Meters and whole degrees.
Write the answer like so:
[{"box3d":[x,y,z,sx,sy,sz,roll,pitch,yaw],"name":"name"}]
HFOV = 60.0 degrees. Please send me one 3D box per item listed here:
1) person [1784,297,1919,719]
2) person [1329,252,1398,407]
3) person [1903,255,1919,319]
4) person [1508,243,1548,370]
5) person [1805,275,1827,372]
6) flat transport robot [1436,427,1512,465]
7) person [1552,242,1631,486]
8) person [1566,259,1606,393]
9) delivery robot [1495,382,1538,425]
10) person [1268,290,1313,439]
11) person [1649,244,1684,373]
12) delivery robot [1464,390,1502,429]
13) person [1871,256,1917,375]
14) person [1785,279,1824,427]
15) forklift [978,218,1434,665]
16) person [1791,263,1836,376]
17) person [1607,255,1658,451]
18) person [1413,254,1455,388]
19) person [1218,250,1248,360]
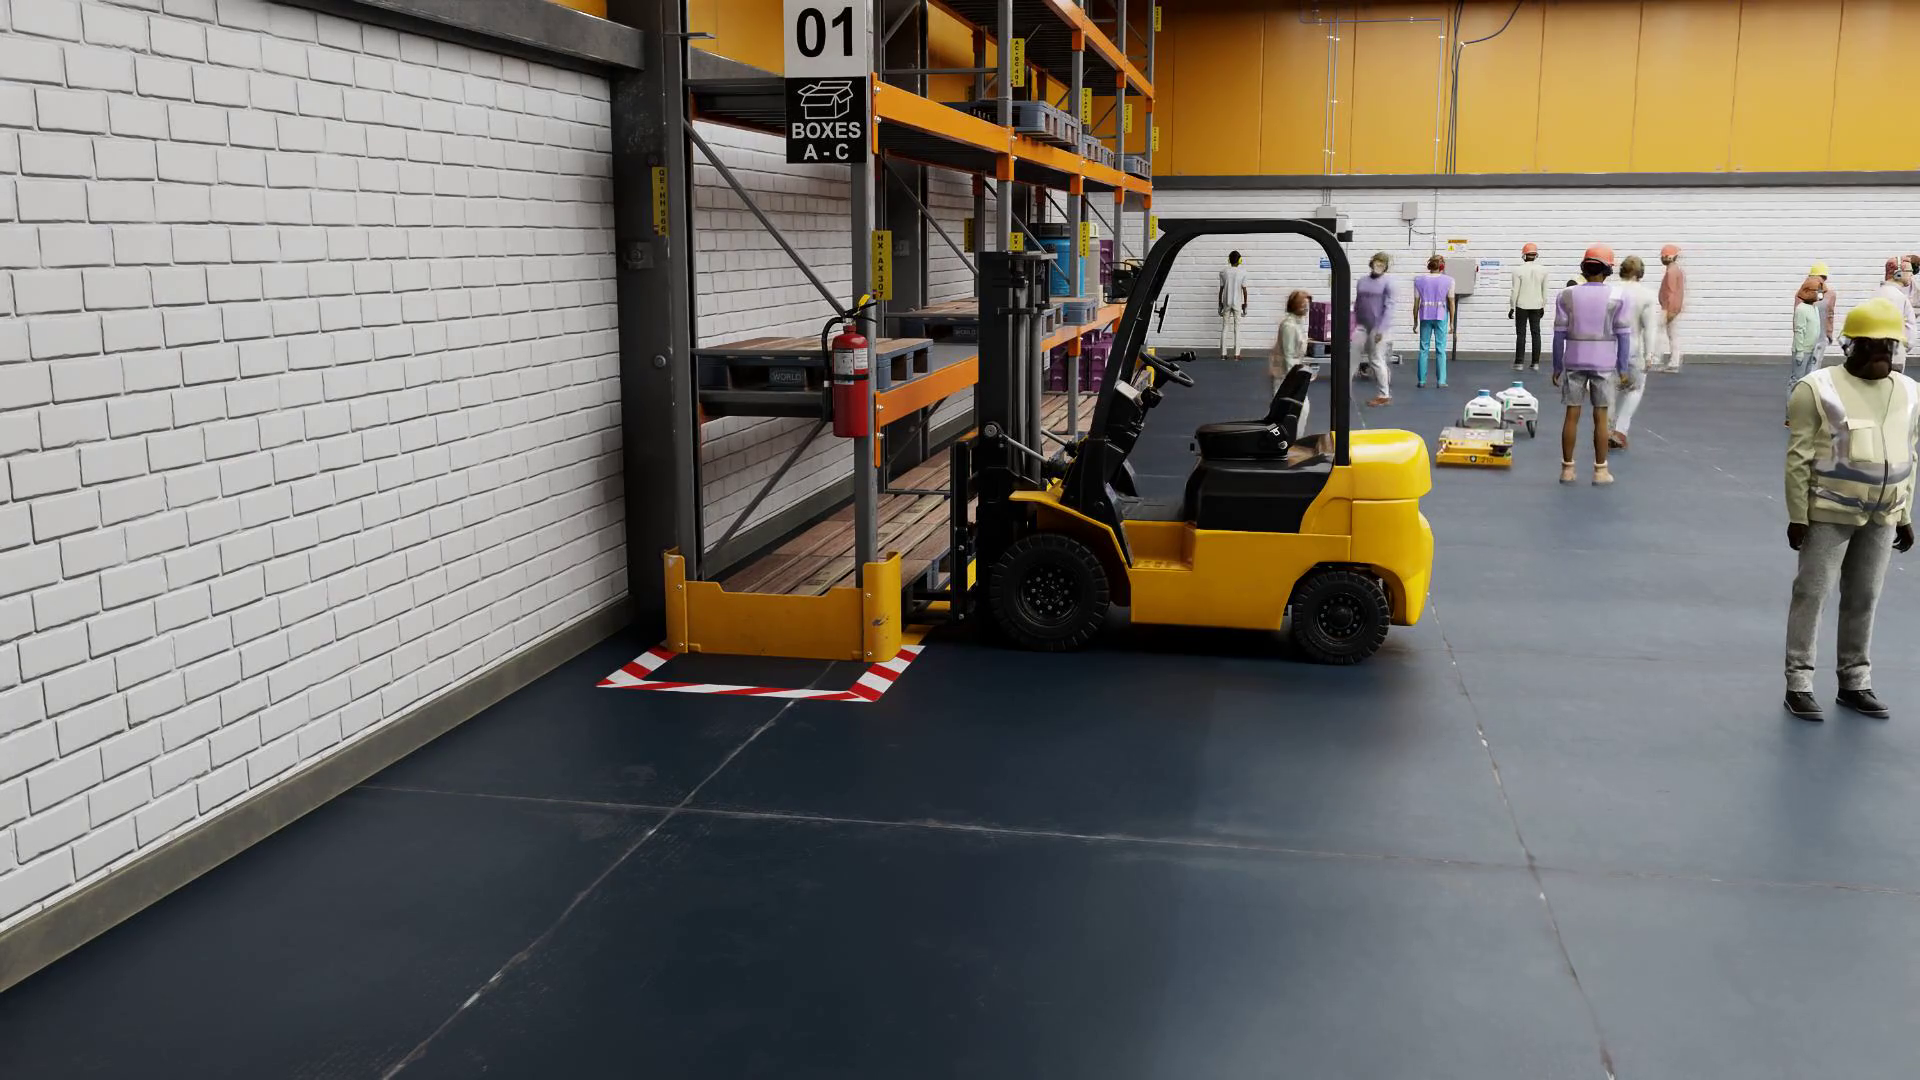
[{"box3d":[3.875,-0.129,7.224,0.589,1.834,0.404,-1,10,-6],"name":"person"},{"box3d":[4.978,-2.569,20.423,0.727,1.893,0.681,-7,12,-33],"name":"person"},{"box3d":[13.320,-3.095,23.483,0.430,1.837,0.624,5,12,27],"name":"person"},{"box3d":[8.962,-3.667,26.262,0.609,1.964,0.382,-1,10,-8],"name":"person"},{"box3d":[10.207,-2.355,19.978,0.506,1.633,0.301,-9,14,-41],"name":"person"},{"box3d":[4.884,-0.900,15.735,0.652,0.197,1.431,3,11,18],"name":"flat transport robot"},{"box3d":[5.324,-1.478,14.042,0.614,2.040,0.390,6,12,30],"name":"person"},{"box3d":[8.383,-2.876,22.261,0.625,1.843,0.430,-4,11,-23],"name":"person"},{"box3d":[5.904,-1.439,17.653,0.477,0.478,0.707,2,10,9],"name":"delivery robot"},{"box3d":[3.053,-1.525,15.486,0.558,1.597,0.537,6,12,30],"name":"person"},{"box3d":[10.838,-3.567,25.680,0.715,1.968,0.660,6,12,29],"name":"person"},{"box3d":[5.255,-1.265,16.702,0.477,0.478,0.707,3,11,18],"name":"delivery robot"},{"box3d":[8.861,-1.737,15.837,0.408,1.908,0.642,2,11,13],"name":"person"},{"box3d":[9.284,-2.042,18.260,0.284,1.633,0.497,10,14,42],"name":"person"},{"box3d":[1.285,-0.567,8.635,2.313,2.155,1.214,2,11,11],"name":"forklift"},{"box3d":[10.753,-2.601,20.961,0.524,1.769,0.308,0,10,-2],"name":"person"},{"box3d":[6.451,-1.806,16.185,0.651,1.915,0.420,10,14,43],"name":"person"},{"box3d":[6.552,-3.021,23.034,0.563,1.848,0.389,4,11,23],"name":"person"},{"box3d":[4.637,-3.984,28.302,0.504,1.861,0.330,3,11,18],"name":"person"}]
